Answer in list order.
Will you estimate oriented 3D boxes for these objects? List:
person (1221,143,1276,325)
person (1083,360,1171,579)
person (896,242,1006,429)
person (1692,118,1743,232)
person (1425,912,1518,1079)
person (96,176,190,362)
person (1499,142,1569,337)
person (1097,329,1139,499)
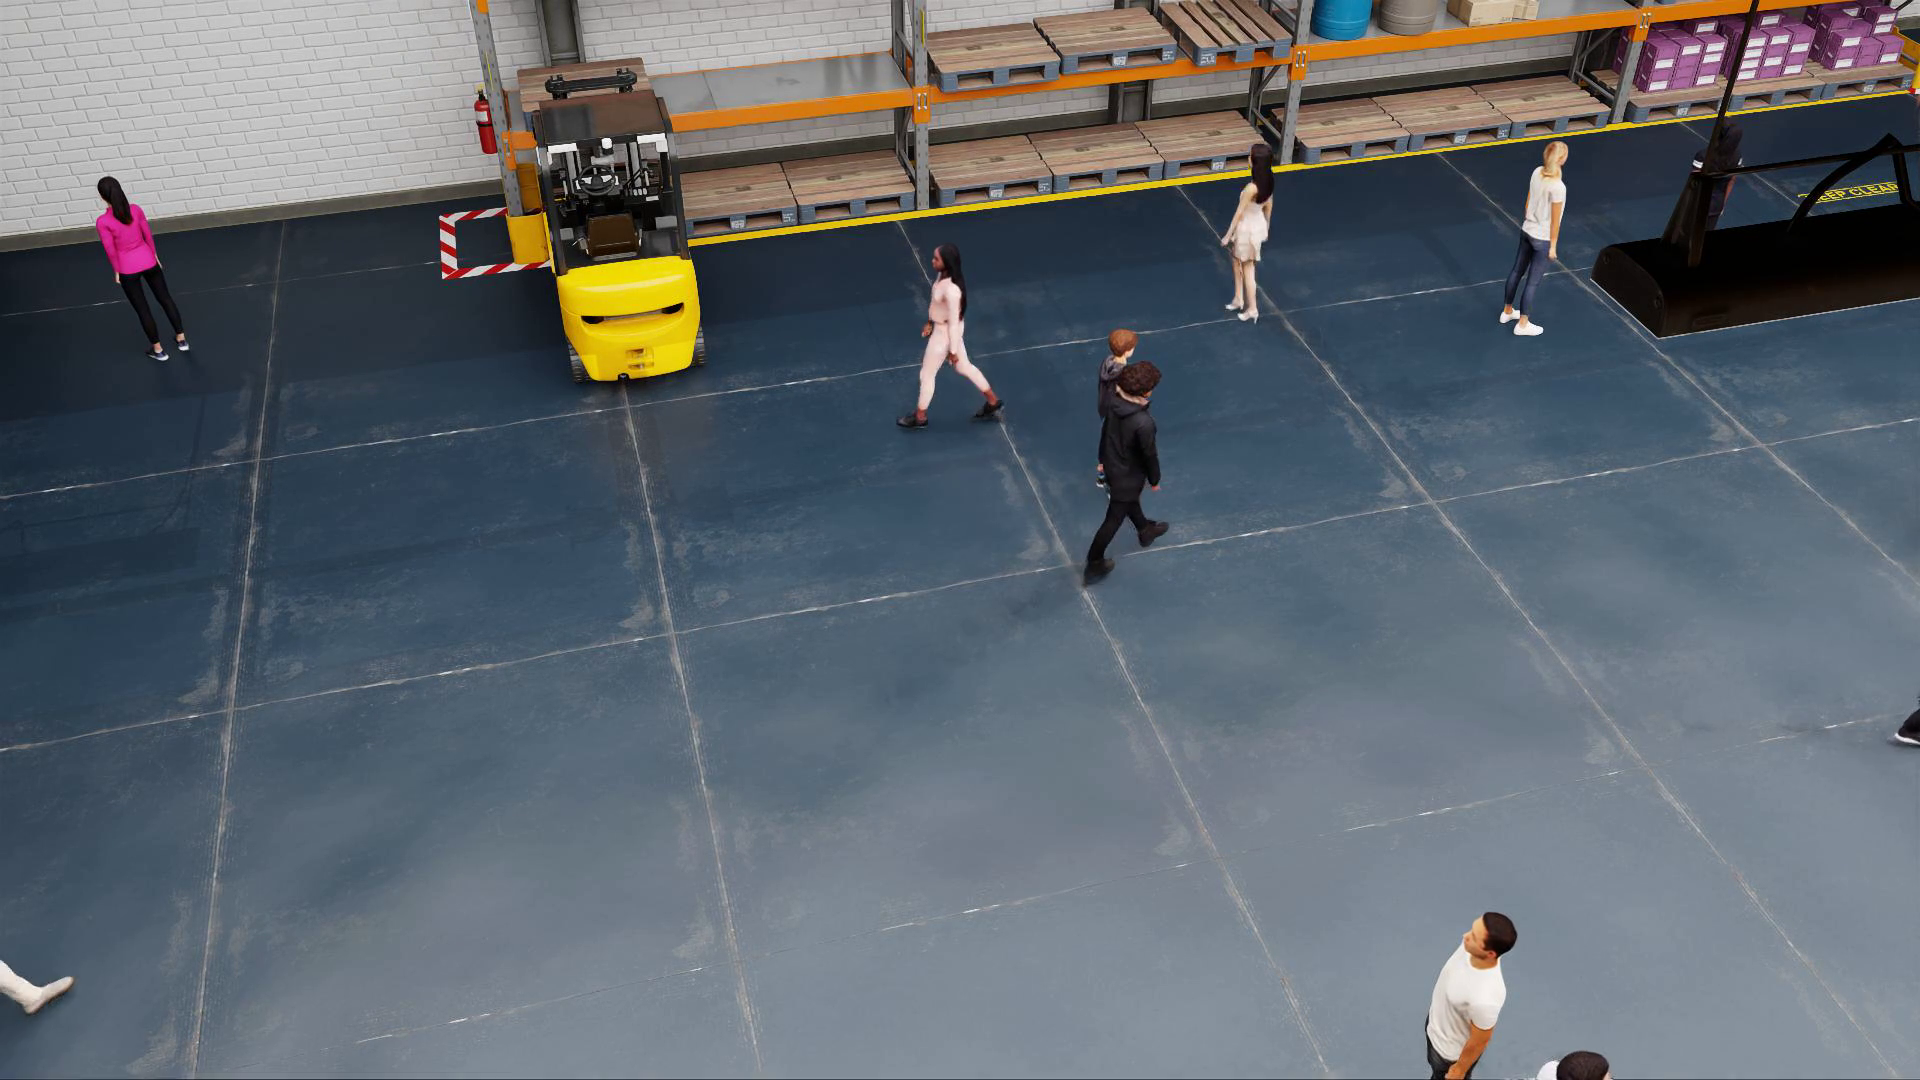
[{"bbox_3d":[2.643,-2.658,14.704,0.760,1.727,0.695,24,44,27],"label":"person"},{"bbox_3d":[1.132,-0.447,11.937,1.171,1.725,0.851,-22,44,-25],"label":"person"},{"bbox_3d":[-0.013,-1.645,13.467,1.196,1.687,0.785,-2,39,-3],"label":"person"},{"bbox_3d":[6.790,-3.046,15.189,0.537,1.728,0.686,-6,39,-7],"label":"person"},{"bbox_3d":[2.482,2.450,8.254,0.660,1.804,0.704,3,39,4],"label":"person"},{"bbox_3d":[-7.087,-2.347,14.346,0.742,1.698,0.661,28,46,31],"label":"person"},{"bbox_3d":[5.078,-2.663,14.645,0.507,1.809,0.597,-12,40,-14],"label":"person"},{"bbox_3d":[1.204,-0.979,12.823,0.561,1.450,0.557,-14,41,-17],"label":"person"}]
